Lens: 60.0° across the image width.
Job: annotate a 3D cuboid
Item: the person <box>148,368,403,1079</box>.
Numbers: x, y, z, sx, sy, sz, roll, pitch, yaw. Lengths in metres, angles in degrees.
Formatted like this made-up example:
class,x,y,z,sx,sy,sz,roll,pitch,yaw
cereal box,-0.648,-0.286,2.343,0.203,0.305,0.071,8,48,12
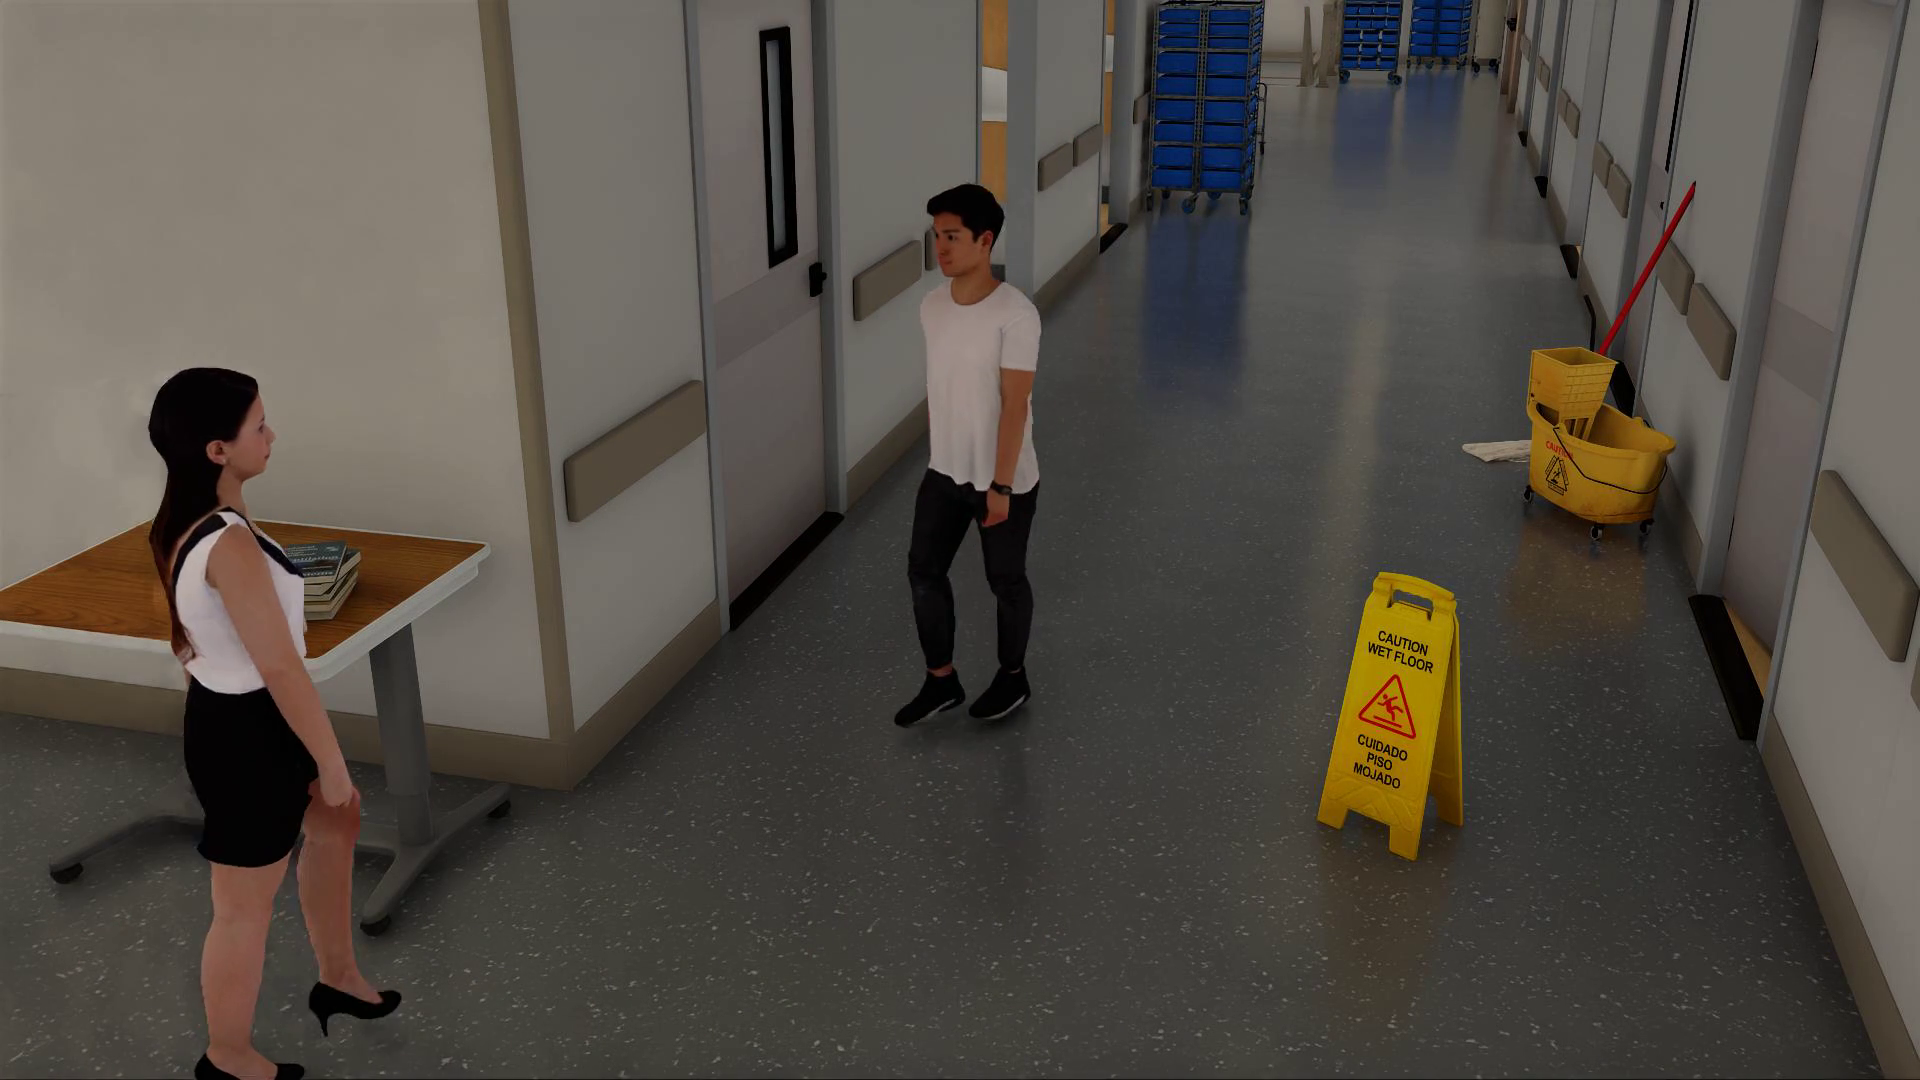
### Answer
class,x,y,z,sx,sy,sz,roll,pitch,yaw
person,-1.545,0.467,3.420,0.836,1.631,0.765,-16,26,-35

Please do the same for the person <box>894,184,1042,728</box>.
class,x,y,z,sx,sy,sz,roll,pitch,yaw
person,0.122,-0.248,5.165,0.775,1.701,0.850,17,26,37
